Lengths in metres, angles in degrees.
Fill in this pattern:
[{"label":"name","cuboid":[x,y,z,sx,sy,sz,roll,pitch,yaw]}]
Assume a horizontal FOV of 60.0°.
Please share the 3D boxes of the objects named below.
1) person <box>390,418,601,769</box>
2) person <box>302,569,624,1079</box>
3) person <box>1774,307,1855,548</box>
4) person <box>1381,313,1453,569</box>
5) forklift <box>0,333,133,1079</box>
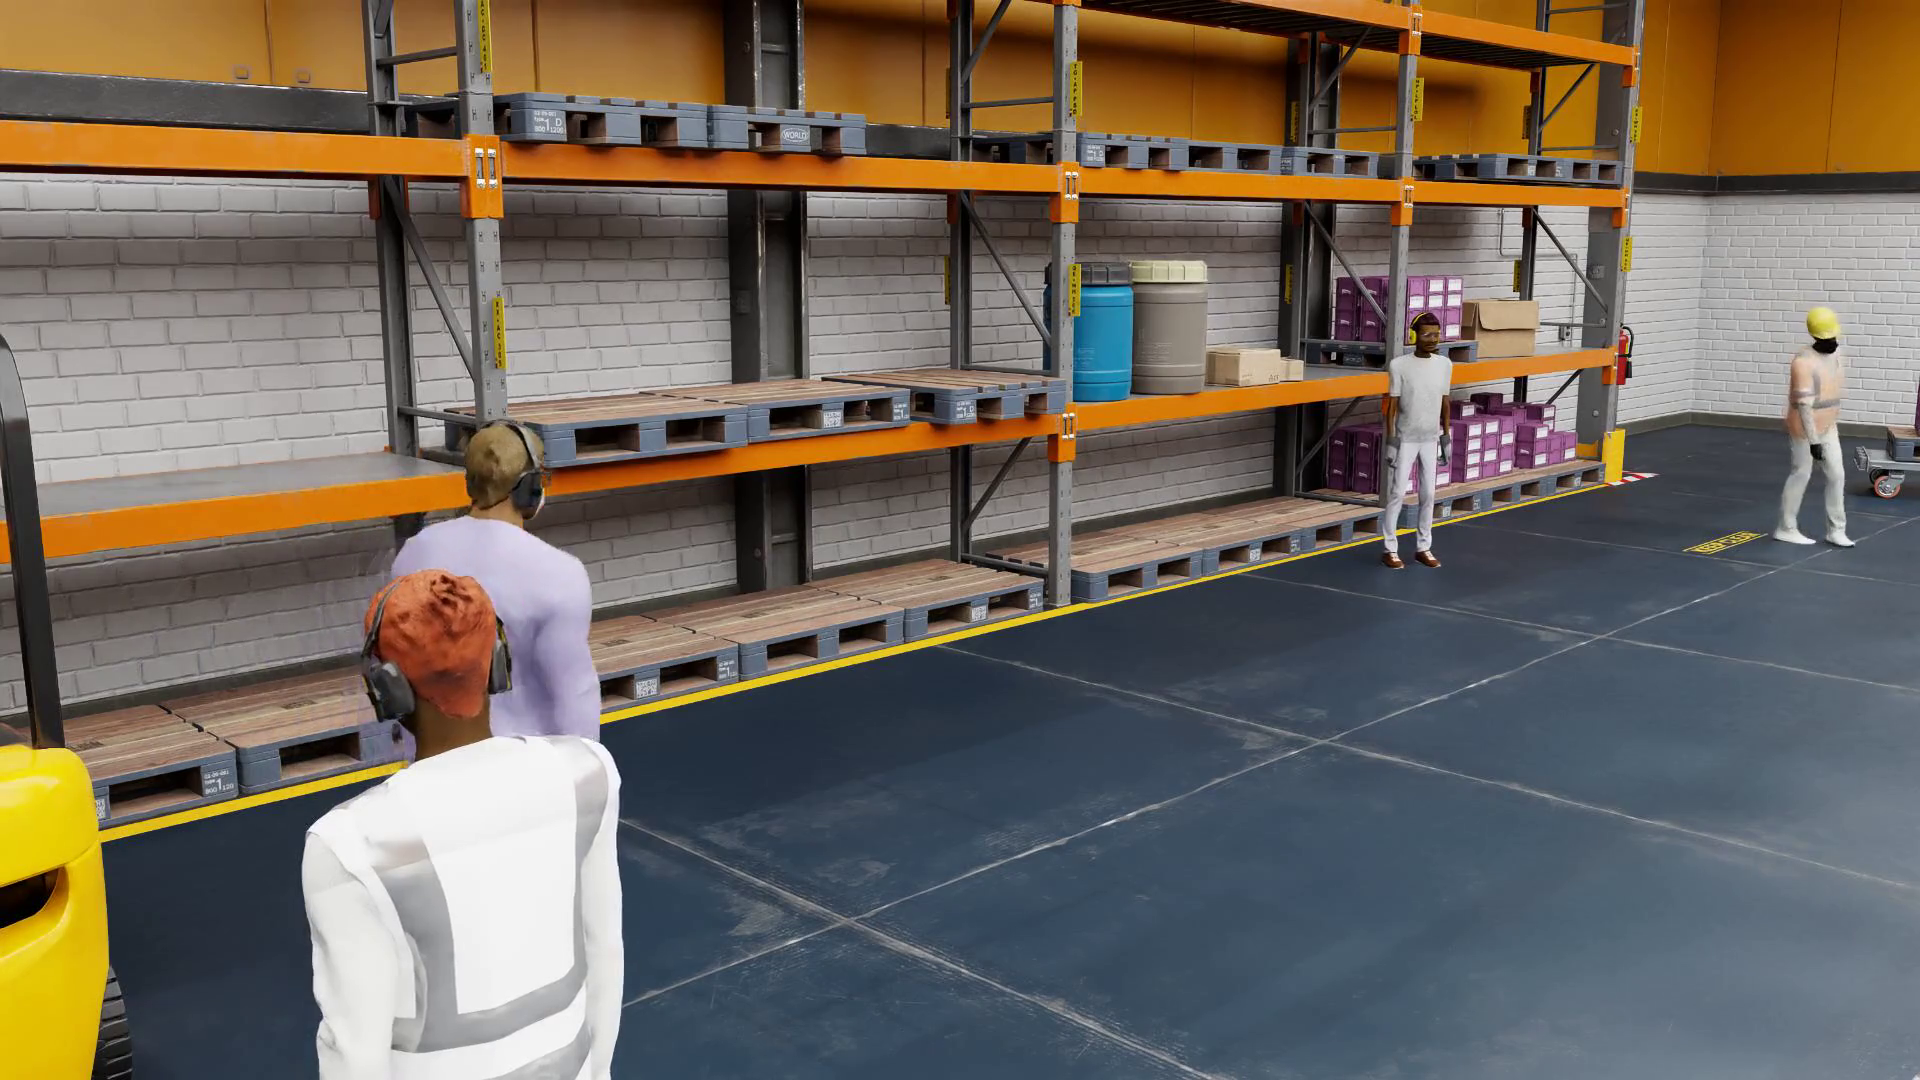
[{"label":"person","cuboid":[-1.238,0.627,4.541,0.651,1.922,0.443,5,12,26]},{"label":"person","cuboid":[-0.805,0.970,2.774,0.355,1.887,0.573,8,13,38]},{"label":"person","cuboid":[6.601,-0.844,12.736,0.678,1.864,0.710,-4,11,-23]},{"label":"person","cuboid":[3.312,-0.712,12.036,0.505,1.860,0.320,-2,11,-11]},{"label":"forklift","cuboid":[-3.289,0.485,4.582,1.214,2.155,2.313,-10,14,-44]}]
